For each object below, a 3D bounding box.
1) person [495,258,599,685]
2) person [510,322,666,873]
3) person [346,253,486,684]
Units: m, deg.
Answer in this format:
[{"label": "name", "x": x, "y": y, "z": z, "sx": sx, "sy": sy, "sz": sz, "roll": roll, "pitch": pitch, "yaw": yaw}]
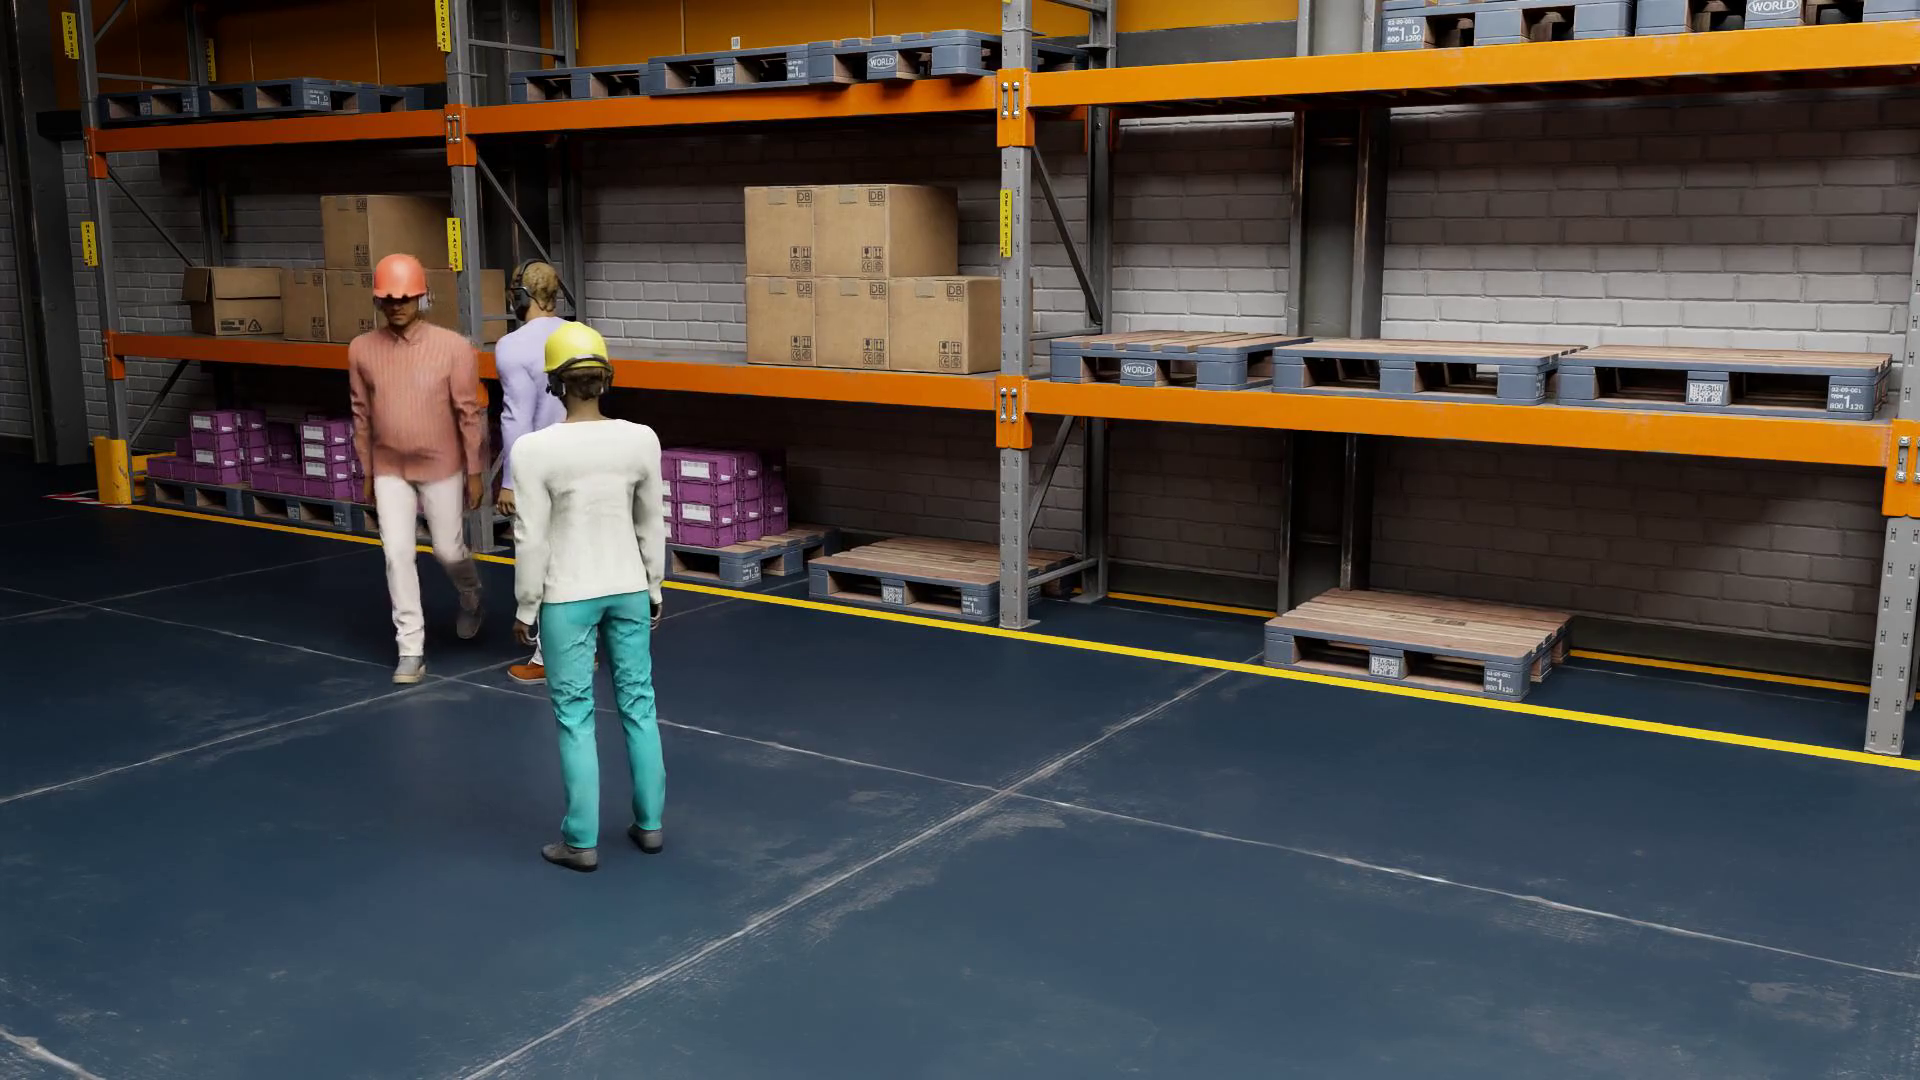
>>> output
[{"label": "person", "x": -1.886, "y": -0.305, "z": 7.602, "sx": 0.354, "sy": 1.938, "sz": 0.636, "roll": 4, "pitch": 11, "yaw": 22}, {"label": "person", "x": -1.202, "y": 0.183, "z": 5.385, "sx": 0.533, "sy": 1.765, "sz": 0.329, "roll": -8, "pitch": 13, "yaw": -38}, {"label": "person", "x": -2.515, "y": -0.358, "z": 7.824, "sx": 0.631, "sy": 1.962, "sz": 0.802, "roll": 0, "pitch": 10, "yaw": 0}]
